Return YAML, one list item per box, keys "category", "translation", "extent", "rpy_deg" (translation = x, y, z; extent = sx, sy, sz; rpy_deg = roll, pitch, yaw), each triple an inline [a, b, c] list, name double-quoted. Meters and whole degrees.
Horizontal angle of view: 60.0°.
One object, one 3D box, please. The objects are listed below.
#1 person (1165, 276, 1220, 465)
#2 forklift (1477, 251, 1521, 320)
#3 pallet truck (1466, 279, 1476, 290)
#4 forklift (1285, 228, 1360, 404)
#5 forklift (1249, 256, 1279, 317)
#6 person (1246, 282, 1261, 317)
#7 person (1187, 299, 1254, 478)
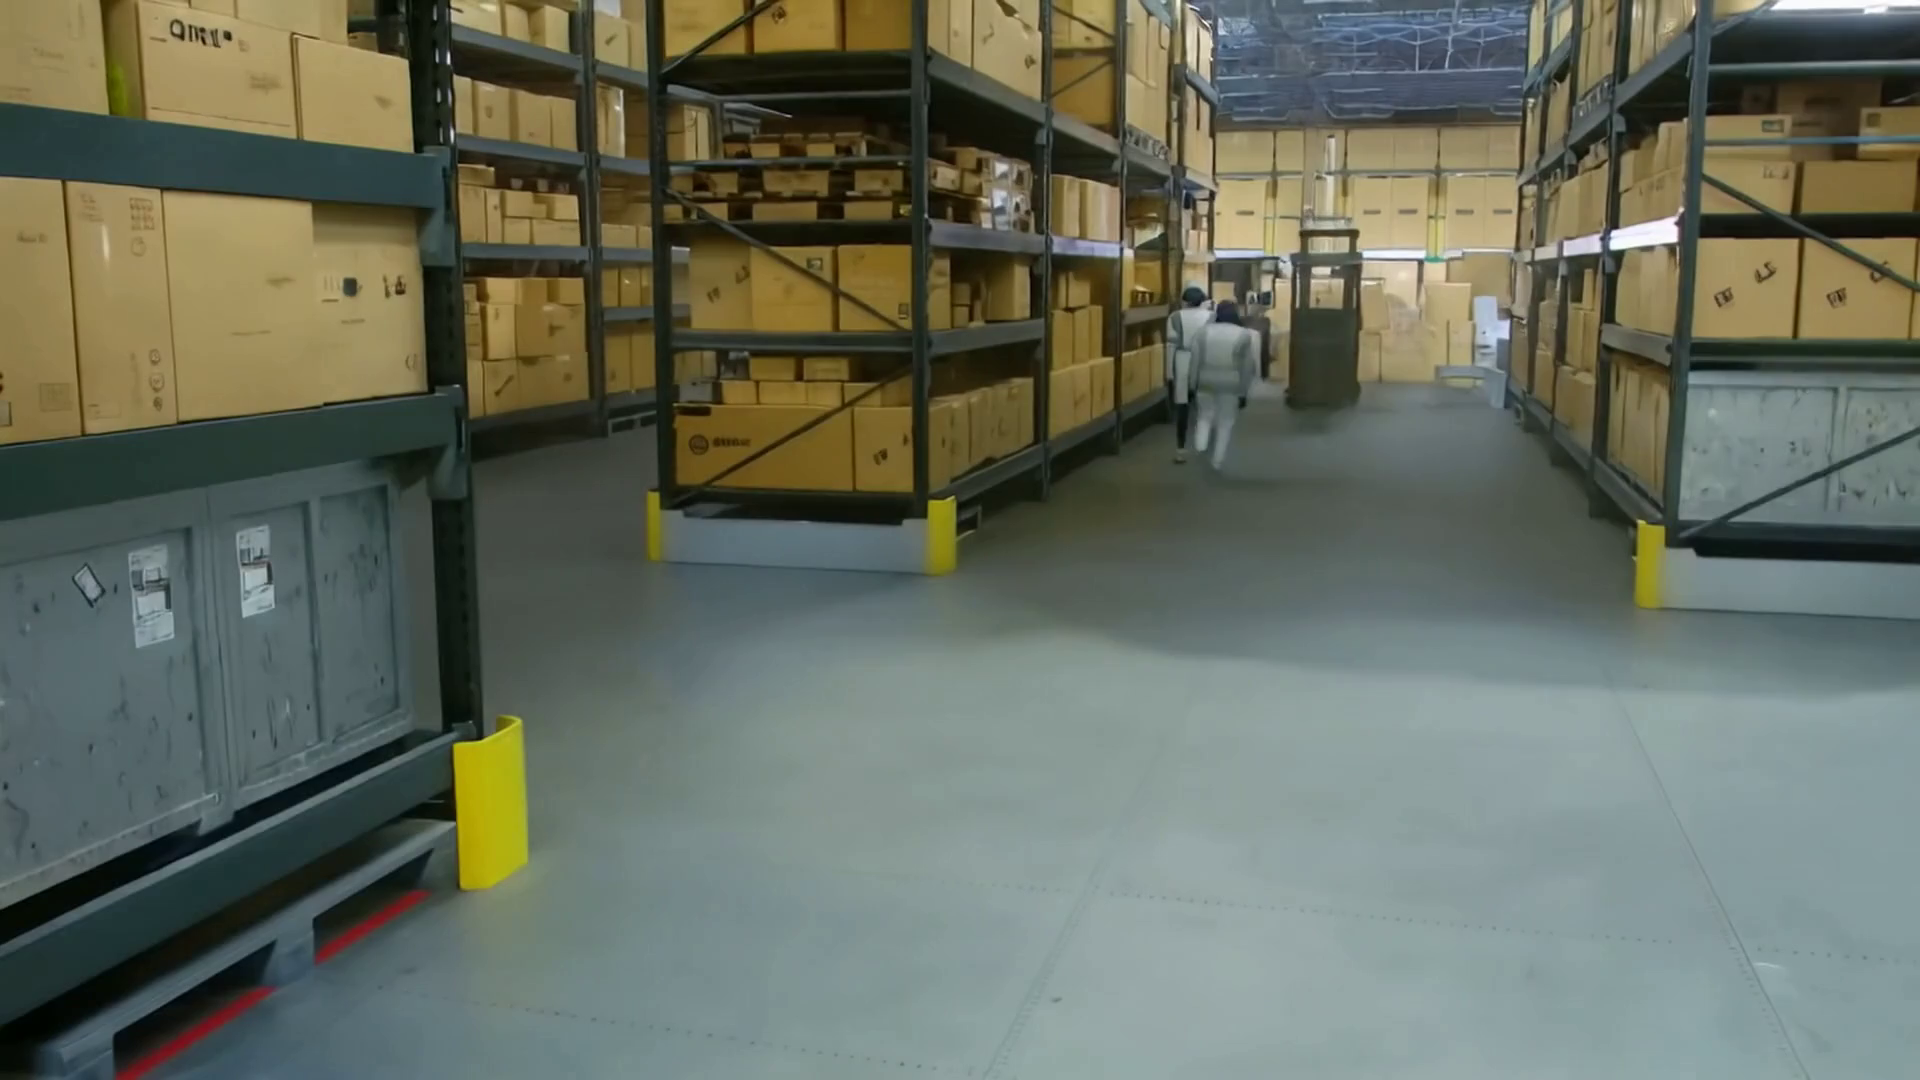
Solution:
- category: "person"
  translation: [2.514, -1.821, 17.992]
  extent: [0.609, 2.044, 0.397]
  rpy_deg: [1, 9, 5]
- category: "forklift"
  translation: [15.878, -7.202, 49.529]
  extent: [1.129, 2.768, 1.873]
  rpy_deg: [-2, 9, -11]
- category: "pallet truck"
  translation: [18.896, -8.459, 60.307]
  extent: [1.885, 1.965, 0.823]
  rpy_deg: [5, 10, 31]
- category: "forklift"
  translation: [5.957, -3.660, 27.028]
  extent: [1.129, 2.768, 1.873]
  rpy_deg: [2, 9, 15]
- category: "forklift"
  translation: [11.321, -9.114, 61.676]
  extent: [1.129, 2.768, 1.873]
  rpy_deg: [2, 9, 15]
- category: "person"
  translation: [10.942, -8.662, 61.979]
  extent: [0.576, 1.881, 0.339]
  rpy_deg: [3, 10, 20]
- category: "person"
  translation: [2.626, -1.511, 16.787]
  extent: [0.667, 1.813, 0.511]
  rpy_deg: [3, 9, 17]
